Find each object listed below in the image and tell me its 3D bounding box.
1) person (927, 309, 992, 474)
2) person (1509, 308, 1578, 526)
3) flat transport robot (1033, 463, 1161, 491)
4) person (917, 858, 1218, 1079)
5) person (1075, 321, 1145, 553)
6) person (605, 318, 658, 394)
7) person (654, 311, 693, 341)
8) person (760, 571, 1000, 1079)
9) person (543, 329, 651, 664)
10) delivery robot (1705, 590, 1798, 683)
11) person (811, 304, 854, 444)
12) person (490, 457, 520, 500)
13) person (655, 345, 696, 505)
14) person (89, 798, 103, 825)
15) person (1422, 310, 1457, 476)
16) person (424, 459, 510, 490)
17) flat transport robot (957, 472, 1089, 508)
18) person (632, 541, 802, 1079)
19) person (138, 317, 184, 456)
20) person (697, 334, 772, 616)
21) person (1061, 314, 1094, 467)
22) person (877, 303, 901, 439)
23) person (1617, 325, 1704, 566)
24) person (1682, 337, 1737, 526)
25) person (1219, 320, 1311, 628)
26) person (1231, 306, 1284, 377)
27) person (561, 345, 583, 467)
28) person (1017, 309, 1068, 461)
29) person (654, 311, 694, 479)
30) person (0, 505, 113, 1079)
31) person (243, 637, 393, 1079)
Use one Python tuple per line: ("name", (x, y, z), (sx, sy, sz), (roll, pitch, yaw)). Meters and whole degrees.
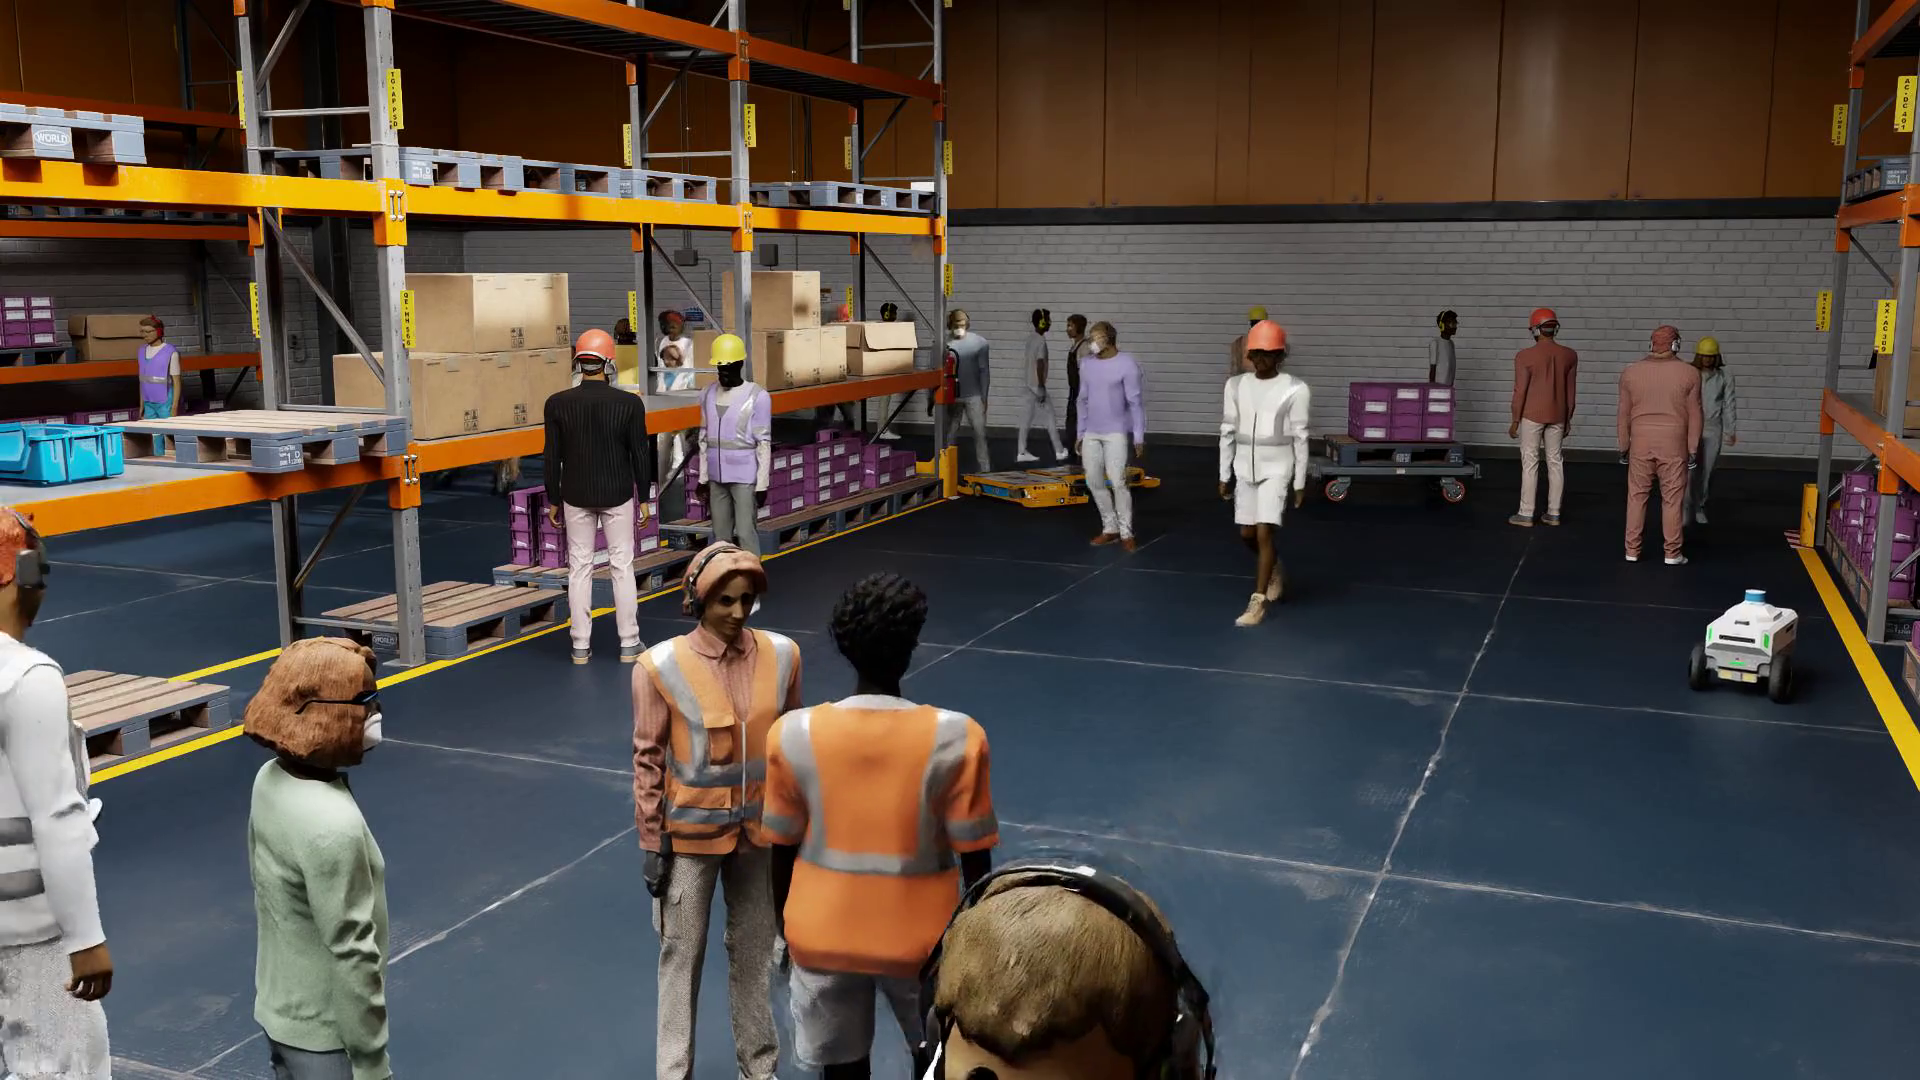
("person", (0.040, -1.504, 17.747), (0.808, 1.915, 0.548), (-1, 9, -6))
("person", (5.291, -1.112, 15.137), (0.608, 1.989, 0.387), (-2, 10, -10))
("flat transport robot", (1.354, -0.651, 17.537), (1.431, 0.197, 0.652), (-6, 11, -31))
("person", (0.094, 1.201, 1.385), (0.642, 1.906, 0.835), (2, 10, 14))
("person", (1.271, -0.863, 13.898), (0.741, 1.907, 0.362), (9, 13, 44))
("person", (-3.344, -1.303, 16.746), (0.626, 1.844, 0.429), (-4, 10, -24))
("person", (-3.690, -1.996, 21.083), (0.624, 1.791, 0.954), (3, 10, 17))
("person", (-0.185, 0.913, 3.772), (0.549, 1.679, 0.374), (1, 9, 3))
("person", (-2.150, -0.253, 9.911), (0.625, 1.992, 0.389), (-1, 9, -5))
("delivery robot", (4.427, 0.521, 9.293), (0.477, 0.478, 0.707), (7, 12, 37))
("person", (-1.376, -1.700, 18.824), (0.850, 1.935, 0.602), (2, 10, 14))
("person", (-4.650, -1.380, 16.989), (0.590, 1.905, 0.712), (-4, 10, -23))
("person", (-2.835, -1.149, 16.577), (0.523, 1.588, 0.899), (4, 10, 21))
("person", (-3.830, 0.406, 6.315), (0.673, 1.855, 0.960), (3, 10, 20))
("person", (5.417, -1.636, 18.666), (0.331, 1.874, 0.519), (8, 12, 40))
("person", (-5.226, -1.490, 17.775), (1.046, 1.881, 0.535), (-7, 12, -37))
("flat transport robot", (0.618, -0.525, 16.772), (0.652, 0.197, 1.431), (-6, 11, -31))
("person", (-0.645, 0.814, 4.528), (0.511, 1.640, 0.308), (-6, 11, -34))
("person", (-8.339, -1.408, 17.369), (0.566, 1.843, 0.389), (4, 10, 24))
("person", (-1.535, -0.434, 11.266), (0.587, 1.915, 0.385), (6, 11, 31))
("person", (1.433, -1.663, 18.977), (0.637, 1.824, 0.527), (-2, 10, -13))
("person", (-0.994, -2.316, 22.818), (0.329, 1.865, 0.510), (-1, 9, -9))
("person", (5.541, -0.743, 13.174), (0.639, 1.902, 0.407), (6, 11, 34))
("person", (6.782, -0.974, 15.126), (0.507, 1.719, 0.702), (2, 10, 11))
("person", (2.067, -0.464, 11.132), (0.618, 2.024, 0.853), (7, 12, 36))
("person", (3.414, -1.708, 19.016), (0.592, 1.906, 0.652), (4, 10, 25))
("person", (-3.569, -0.978, 15.380), (0.512, 1.641, 0.307), (5, 11, 29))
("person", (1.061, -1.868, 20.158), (0.859, 1.838, 0.554), (-4, 10, -21))
("person", (-3.173, -1.599, 18.452), (0.584, 1.867, 0.404), (4, 10, 21))
("person", (-2.190, 0.843, 3.719), (0.587, 1.848, 0.756), (9, 13, 42))
("person", (-1.284, 1.000, 3.413), (0.281, 1.631, 0.506), (-7, 12, -37))
